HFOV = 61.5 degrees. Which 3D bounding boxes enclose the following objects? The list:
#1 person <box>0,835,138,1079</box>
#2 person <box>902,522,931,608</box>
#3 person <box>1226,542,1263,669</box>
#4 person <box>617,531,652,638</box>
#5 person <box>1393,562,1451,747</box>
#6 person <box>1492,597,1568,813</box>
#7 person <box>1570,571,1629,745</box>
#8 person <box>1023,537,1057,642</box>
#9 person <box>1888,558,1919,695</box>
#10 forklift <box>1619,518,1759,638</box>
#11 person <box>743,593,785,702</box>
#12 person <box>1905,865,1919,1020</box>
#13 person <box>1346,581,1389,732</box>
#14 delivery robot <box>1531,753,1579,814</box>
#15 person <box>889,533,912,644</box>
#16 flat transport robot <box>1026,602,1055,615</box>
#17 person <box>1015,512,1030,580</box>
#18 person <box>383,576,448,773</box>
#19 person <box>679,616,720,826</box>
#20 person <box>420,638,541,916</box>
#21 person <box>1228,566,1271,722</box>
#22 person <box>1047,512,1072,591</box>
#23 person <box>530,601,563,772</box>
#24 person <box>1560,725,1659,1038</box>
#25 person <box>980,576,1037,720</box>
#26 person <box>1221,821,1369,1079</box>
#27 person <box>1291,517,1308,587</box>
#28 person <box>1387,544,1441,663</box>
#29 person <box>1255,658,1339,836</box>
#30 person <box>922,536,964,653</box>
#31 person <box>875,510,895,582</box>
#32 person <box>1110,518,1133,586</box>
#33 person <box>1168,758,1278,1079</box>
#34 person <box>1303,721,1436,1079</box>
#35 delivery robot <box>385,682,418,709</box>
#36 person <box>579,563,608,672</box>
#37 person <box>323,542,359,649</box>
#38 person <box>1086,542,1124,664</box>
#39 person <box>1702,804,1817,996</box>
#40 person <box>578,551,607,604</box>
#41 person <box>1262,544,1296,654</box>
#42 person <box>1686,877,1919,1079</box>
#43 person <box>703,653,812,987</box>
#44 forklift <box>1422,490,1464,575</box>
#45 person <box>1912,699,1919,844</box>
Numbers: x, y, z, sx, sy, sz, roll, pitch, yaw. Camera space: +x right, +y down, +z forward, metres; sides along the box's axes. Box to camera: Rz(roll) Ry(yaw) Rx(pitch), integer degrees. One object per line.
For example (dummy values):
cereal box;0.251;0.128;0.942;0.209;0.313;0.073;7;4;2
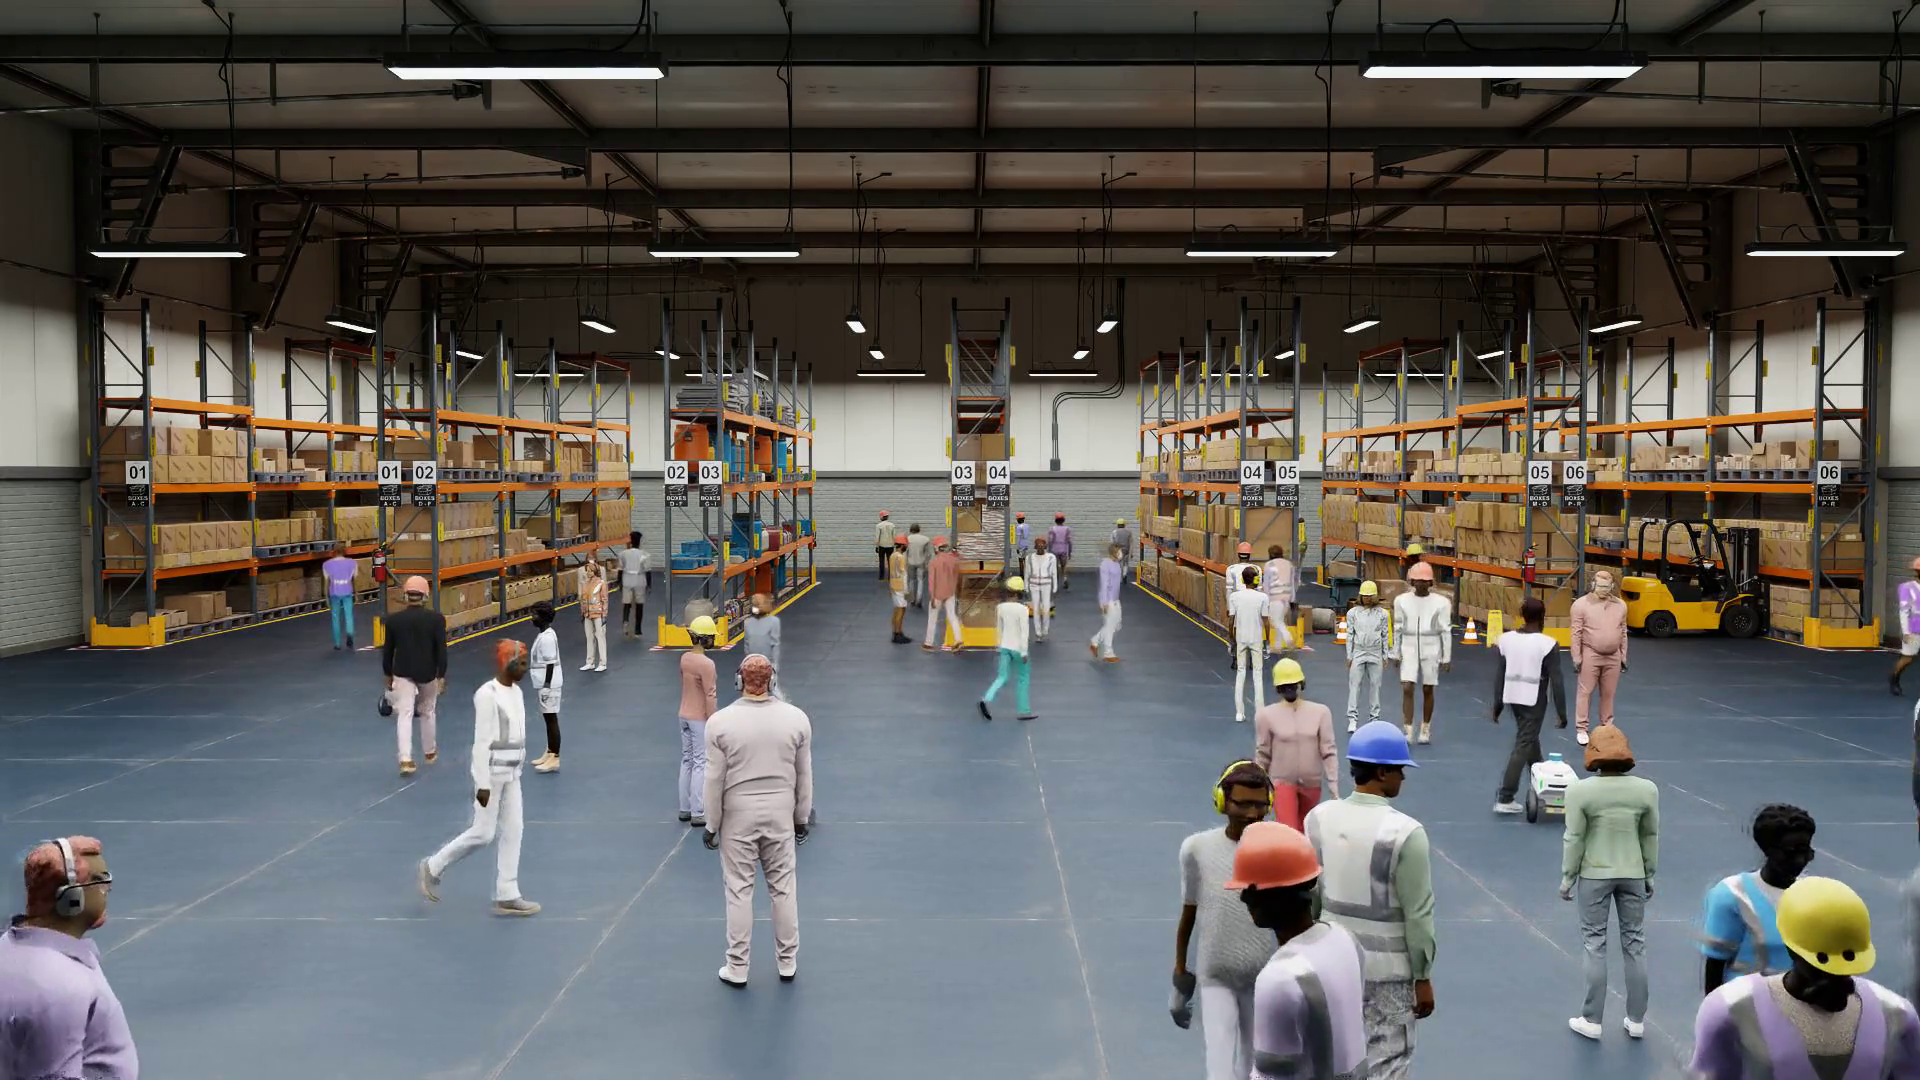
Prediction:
person;-2.757;1.824;4.883;1.002;1.867;0.651;-2;3;-43
person;-0.983;0.555;36.109;0.640;1.911;0.920;0;2;5
person;4.324;0.996;24.585;0.552;1.937;0.356;0;2;9
person;-5.908;0.803;29.298;0.615;1.946;0.513;0;2;-1
person;4.986;1.244;17.478;0.626;1.999;1.018;1;2;24
person;5.061;1.441;14.227;1.020;1.864;0.615;-1;3;-32
person;7.015;1.291;17.663;0.643;1.899;0.399;0;2;-5
person;1.403;0.878;28.410;0.587;1.862;0.676;0;2;9
person;12.464;1.152;21.060;0.546;1.915;0.774;0;2;1
forklift;13.417;0.684;29.791;2.313;2.155;1.214;0;2;0
person;-2.250;1.398;18.579;0.501;1.604;0.747;1;2;19
person;3.541;1.771;5.544;0.836;1.914;0.635;-2;3;-39
person;4.682;1.334;18.527;0.487;1.741;0.314;0;2;5
delivery robot;5.108;2.076;13.859;0.477;0.478;0.707;1;3;14
person;-1.042;0.843;28.488;0.370;1.934;0.551;-1;2;-24
flat transport robot;1.672;1.448;34.416;0.652;0.197;1.431;0;2;1
person;1.727;0.179;45.311;0.389;1.929;0.545;2;3;36
person;-5.463;1.330;16.187;0.635;1.944;1.019;0;2;-10
person;-2.196;1.519;13.684;0.335;1.757;0.517;-2;3;-38
person;-3.223;1.591;10.944;0.774;1.845;0.615;0;2;11
person;3.467;1.241;19.326;0.521;1.865;0.319;1;3;26
person;2.538;0.291;41.330;0.619;2.028;0.442;0;2;-9
person;-4.129;1.451;16.118;0.322;1.697;0.534;-1;2;-17
person;3.410;1.786;8.484;0.498;1.633;0.284;0;2;0
person;0.593;1.302;19.350;0.746;1.744;0.527;-2;3;-42
person;1.009;1.793;4.834;0.447;1.911;0.577;2;3;35
person;8.989;0.321;42.777;0.430;1.843;0.625;2;3;34
person;7.118;0.997;25.363;0.596;1.874;0.994;-2;3;-43
person;2.268;1.649;10.915;0.529;1.720;0.890;0;2;-3
person;-0.278;0.898;26.878;0.620;1.960;0.961;-1;3;-29
person;-2.095;0.164;44.963;0.615;1.987;0.407;-1;3;-33
person;4.306;0.315;43.162;0.619;1.819;0.412;0;2;4
person;1.121;1.771;6.564;0.541;1.832;0.833;0;2;2
person;1.669;1.710;6.566;0.402;1.942;0.604;-2;3;-37
delivery robot;-6.789;1.836;19.963;0.477;0.478;0.707;0;2;11
person;-5.494;1.157;24.251;0.523;1.638;0.310;2;3;34
person;-10.466;0.944;27.294;0.578;1.823;0.485;-1;3;-26
person;2.296;0.979;25.417;0.616;1.909;0.693;1;2;24
person;3.143;1.847;6.266;0.524;1.680;0.367;0;2;-11
person;-6.539;0.991;28.692;0.504;1.620;0.477;0;2;-12
person;5.296;0.979;26.515;0.644;1.821;0.715;-2;3;-35
person;2.355;1.835;4.413;0.685;1.858;0.991;0;2;0
person;-1.186;1.615;9.407;0.651;1.906;0.404;-1;2;-21
forklift;13.926;-0.371;47.846;1.873;2.768;1.129;0;2;0
person;6.008;1.562;9.598;0.714;2.000;0.707;-1;2;-21
